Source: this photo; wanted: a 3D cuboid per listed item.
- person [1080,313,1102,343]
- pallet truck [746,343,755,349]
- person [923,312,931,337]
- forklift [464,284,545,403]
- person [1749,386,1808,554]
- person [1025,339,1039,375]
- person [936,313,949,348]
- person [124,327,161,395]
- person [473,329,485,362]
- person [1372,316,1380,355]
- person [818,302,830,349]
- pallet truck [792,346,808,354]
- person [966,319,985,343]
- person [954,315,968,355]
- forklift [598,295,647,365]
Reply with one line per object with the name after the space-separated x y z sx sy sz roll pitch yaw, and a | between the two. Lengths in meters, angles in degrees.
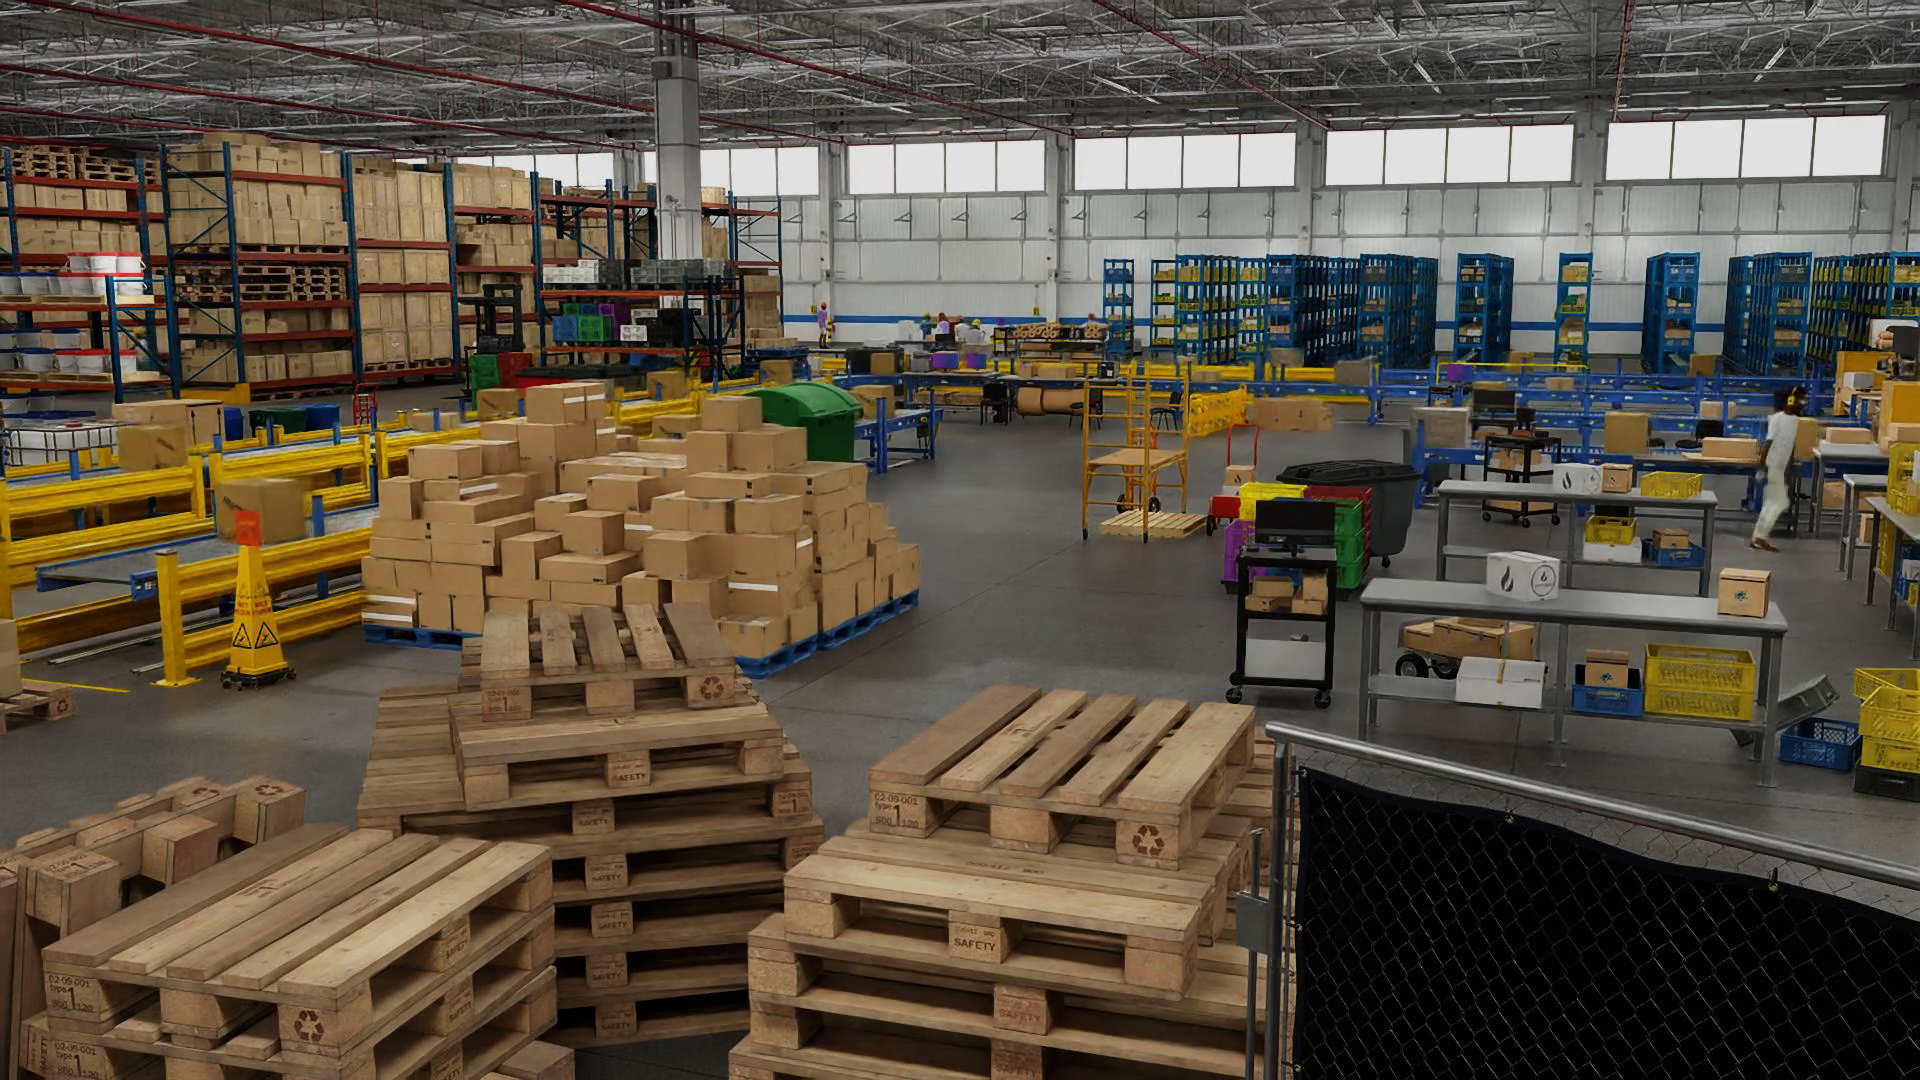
3.943 -5.959 50.691 0.646 1.871 0.859 -3 9 -17 | person
-6.183 -4.618 44.264 1.601 1.201 0.680 -9 12 -43 | pallet truck
-1.215 -7.347 59.858 0.421 1.725 0.494 3 10 20 | person
-10.832 -4.702 39.610 1.129 2.768 1.873 3 10 20 | forklift
8.945 -0.767 18.200 0.536 1.829 0.490 -8 12 -43 | person
1.659 -3.946 37.857 0.450 1.932 0.608 2 9 14 | person
-0.537 -6.301 52.884 0.389 1.847 0.563 6 11 33 | person
-20.781 -4.547 42.260 0.531 1.724 0.893 6 11 33 | person
-12.034 -4.481 41.967 0.322 1.690 0.533 7 11 38 | person
13.876 -6.712 55.526 0.403 1.827 0.600 0 9 -1 | person
-5.555 -8.737 67.910 0.373 1.933 0.551 -8 12 -40 | person
-3.705 -4.298 42.022 0.653 1.274 1.630 3 10 20 | pallet truck
0.457 -5.194 45.974 0.588 1.835 0.403 5 10 29 | person
0.072 -6.662 55.534 0.732 1.723 0.561 8 12 42 | person
-9.948 -6.039 48.006 1.129 2.768 1.873 3 10 20 | forklift
